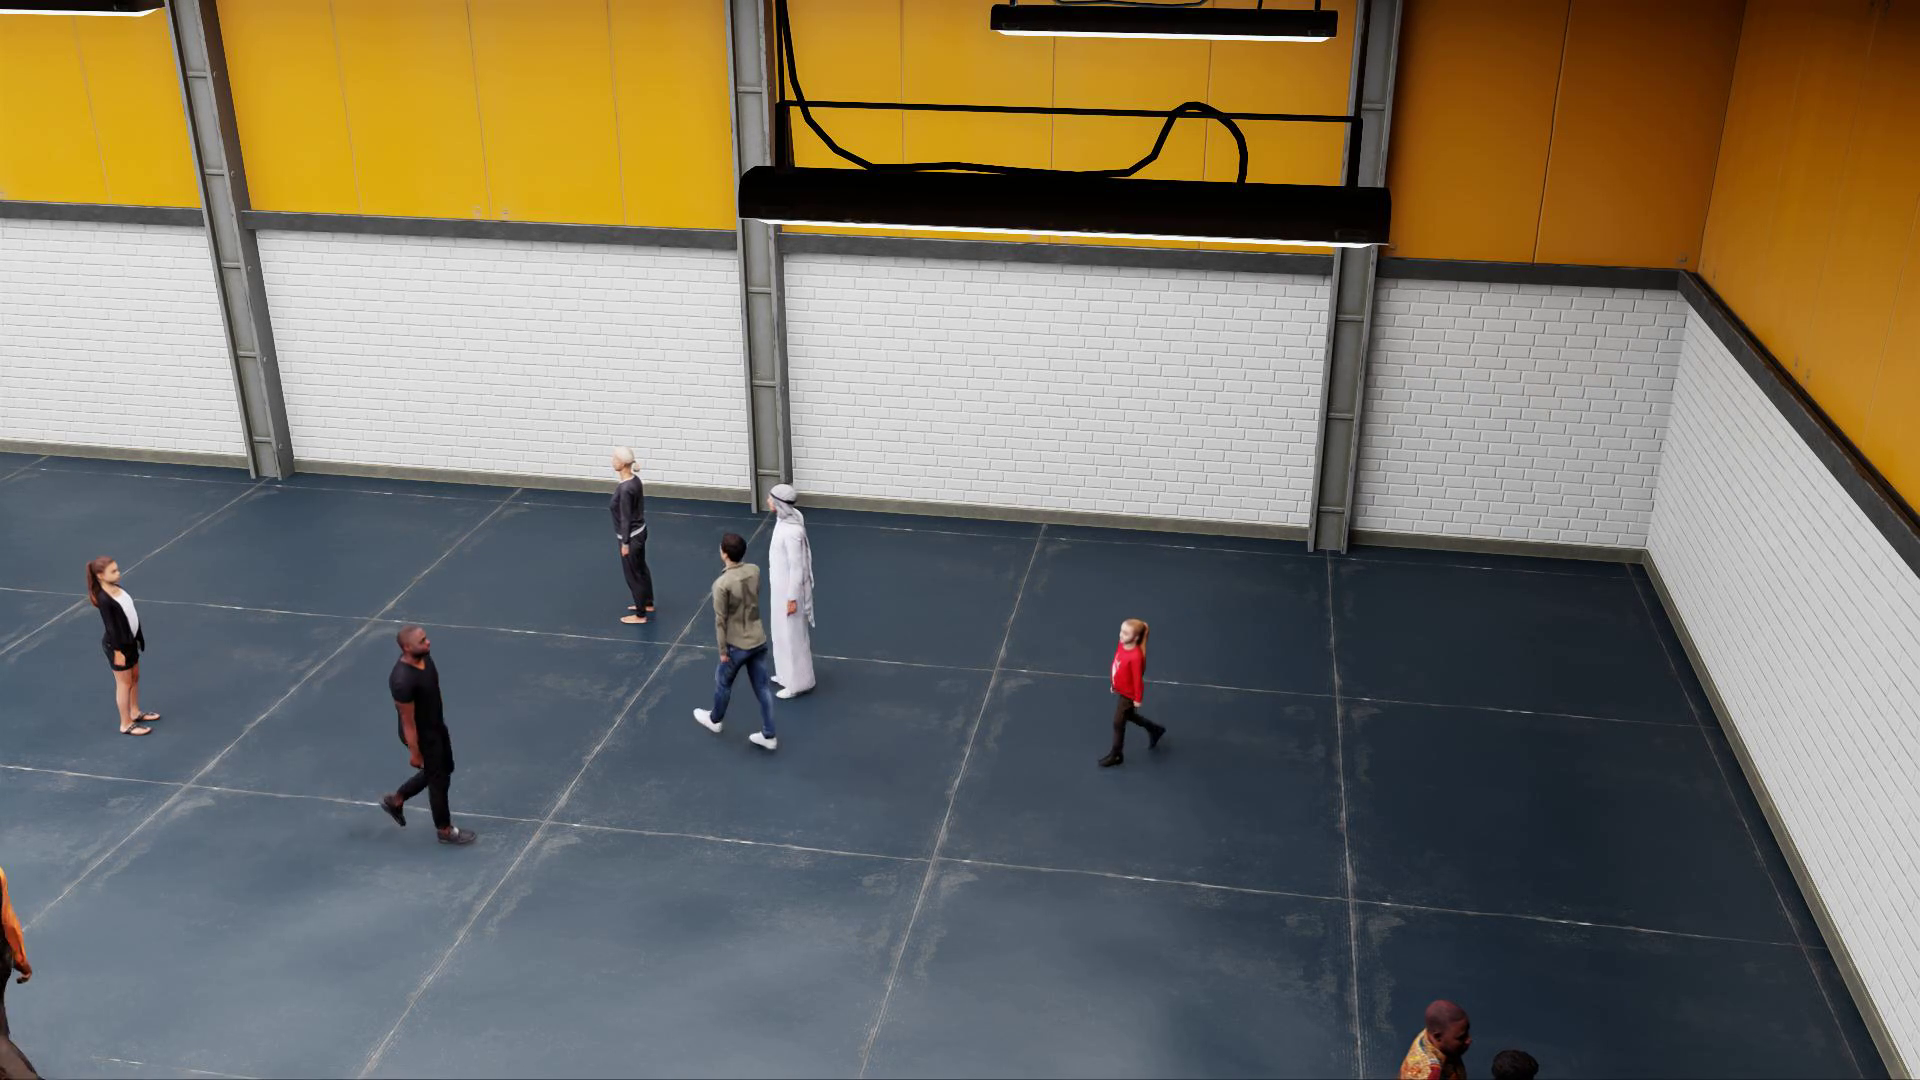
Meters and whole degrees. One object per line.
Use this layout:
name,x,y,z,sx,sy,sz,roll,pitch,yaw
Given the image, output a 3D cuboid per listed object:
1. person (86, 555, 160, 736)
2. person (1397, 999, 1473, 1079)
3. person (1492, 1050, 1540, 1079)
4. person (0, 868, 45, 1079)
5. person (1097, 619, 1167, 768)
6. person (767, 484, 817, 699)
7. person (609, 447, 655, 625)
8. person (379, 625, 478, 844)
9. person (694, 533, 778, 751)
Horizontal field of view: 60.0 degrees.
person,-6.916,0.843,13.697,0.616,1.555,0.604,-3,24,-6
person,2.329,3.048,8.338,0.757,1.806,0.774,11,26,23
person,2.849,3.188,8.746,0.481,1.223,0.500,3,24,7
person,-5.550,2.503,9.491,1.306,1.882,0.994,14,27,28
person,1.389,1.194,13.254,0.909,1.266,0.711,-7,24,-15
person,-1.455,0.421,14.200,0.777,1.925,0.791,-6,24,-13
person,-3.062,-0.061,15.552,0.568,1.726,0.630,0,24,1
person,-3.962,1.418,12.067,0.976,1.806,0.768,1,24,2
person,-1.675,0.856,13.323,1.185,1.829,1.037,21,31,39
